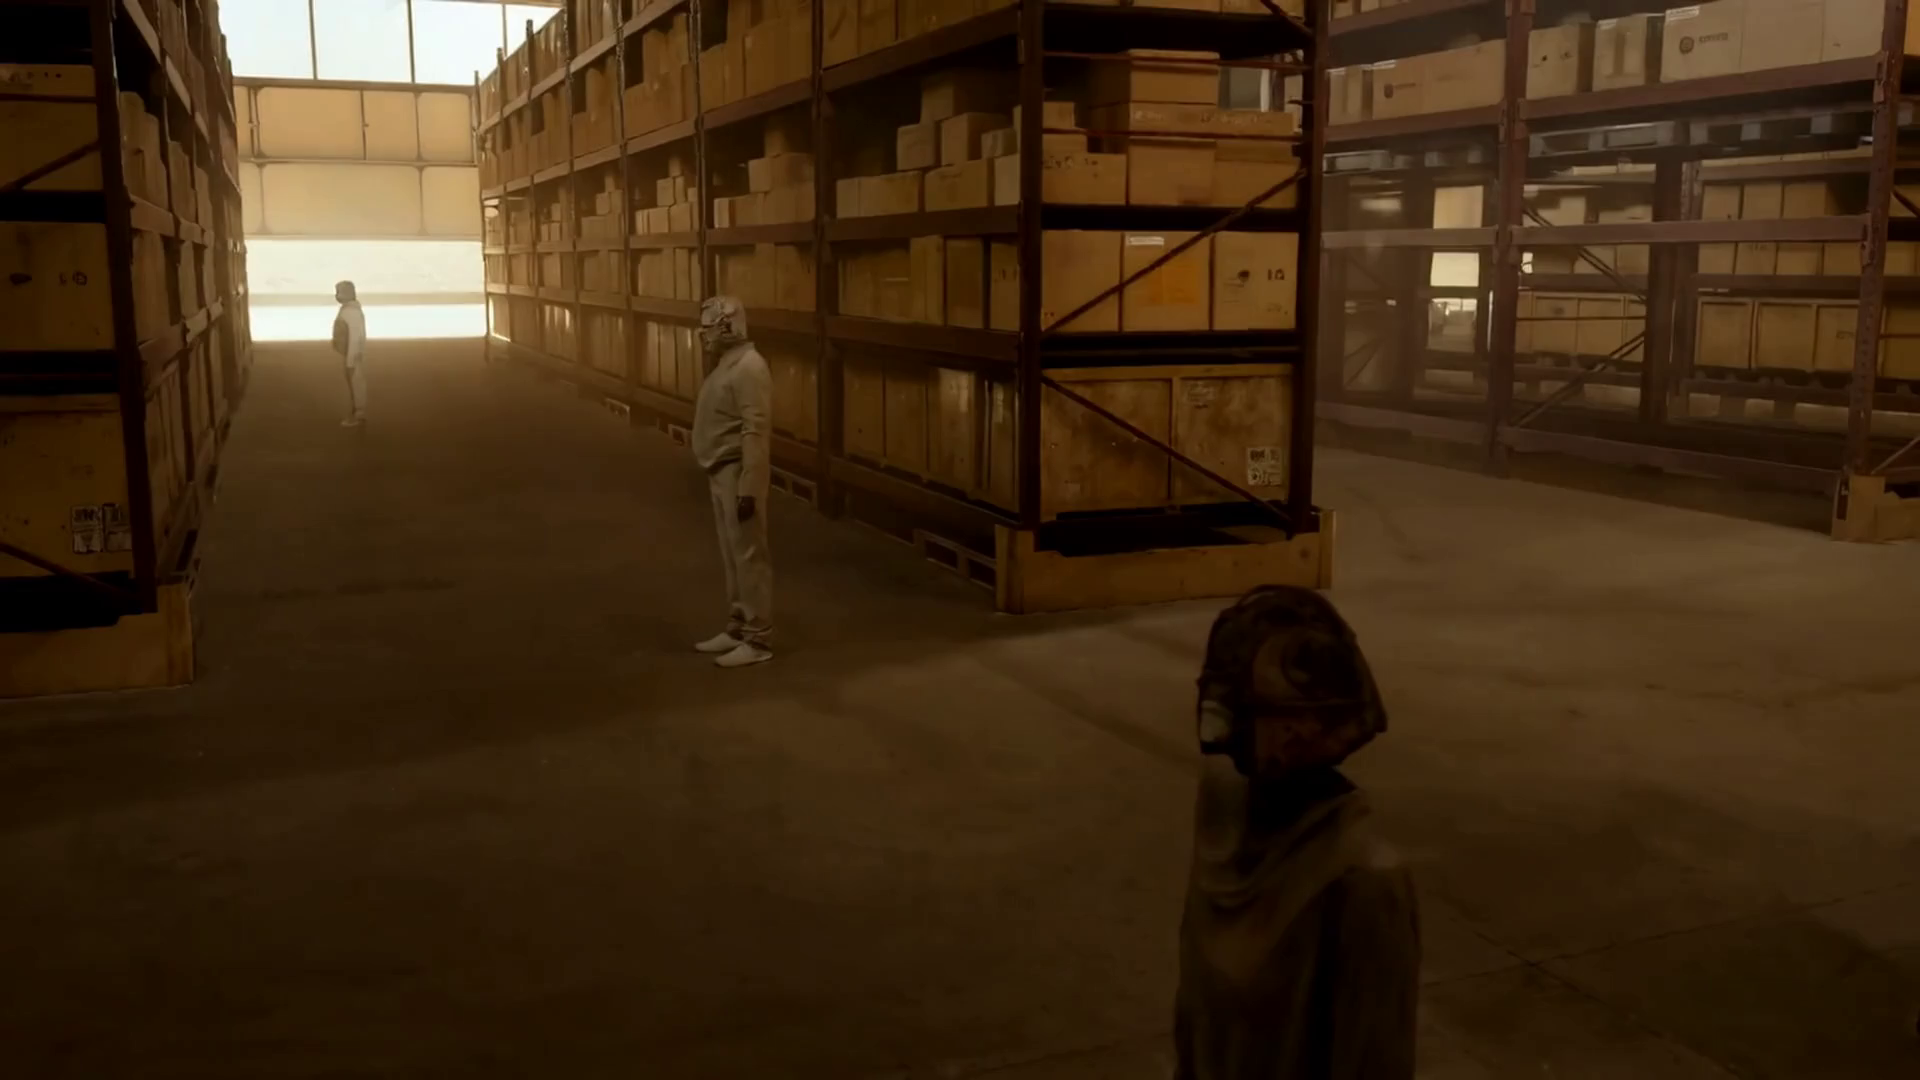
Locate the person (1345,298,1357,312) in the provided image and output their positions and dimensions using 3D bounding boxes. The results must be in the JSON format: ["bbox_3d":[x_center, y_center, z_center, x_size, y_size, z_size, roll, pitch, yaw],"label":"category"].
[{"bbox_3d":[6.505,-3.504,28.181,0.325,1.769,0.524,-3,10,-20],"label":"person"}]

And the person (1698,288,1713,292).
[{"bbox_3d":[20.103,-6.298,45.049,0.573,1.726,0.748,6,11,32],"label":"person"}]

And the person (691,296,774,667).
[{"bbox_3d":[-1.180,-0.302,8.600,0.401,1.904,0.640,-3,10,-20],"label":"person"}]

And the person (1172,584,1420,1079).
[{"bbox_3d":[0.449,0.867,2.394,0.285,1.634,0.499,-3,10,-20],"label":"person"}]

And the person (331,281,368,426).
[{"bbox_3d":[-7.764,-2.373,21.180,0.430,1.845,0.622,-3,10,-20],"label":"person"}]

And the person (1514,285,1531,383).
[{"bbox_3d":[9.812,-3.615,28.667,0.404,1.827,0.589,-3,10,-20],"label":"person"}]
